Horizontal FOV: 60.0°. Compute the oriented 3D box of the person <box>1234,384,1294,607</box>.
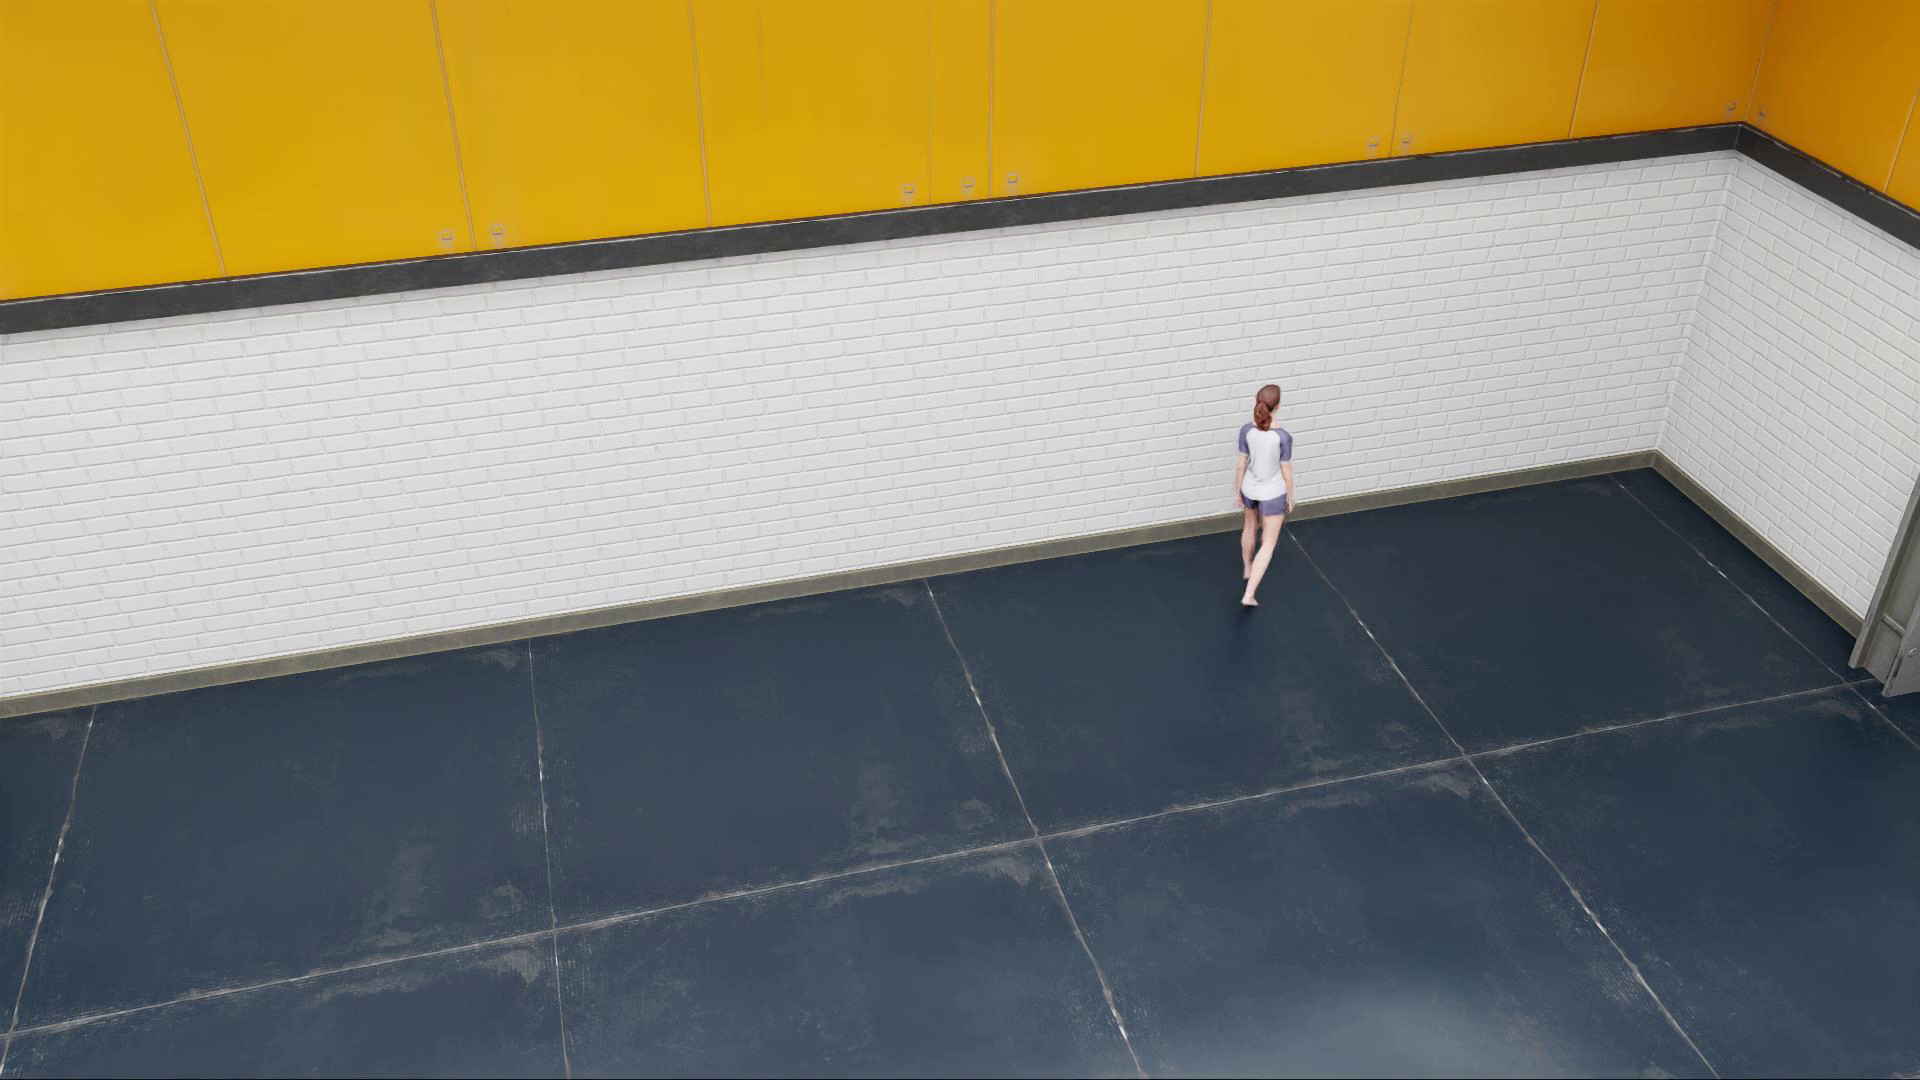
[{"bbox_3d":[2.207,-0.311,12.197,0.936,1.753,0.958,21,39,29],"label":"person"}]
